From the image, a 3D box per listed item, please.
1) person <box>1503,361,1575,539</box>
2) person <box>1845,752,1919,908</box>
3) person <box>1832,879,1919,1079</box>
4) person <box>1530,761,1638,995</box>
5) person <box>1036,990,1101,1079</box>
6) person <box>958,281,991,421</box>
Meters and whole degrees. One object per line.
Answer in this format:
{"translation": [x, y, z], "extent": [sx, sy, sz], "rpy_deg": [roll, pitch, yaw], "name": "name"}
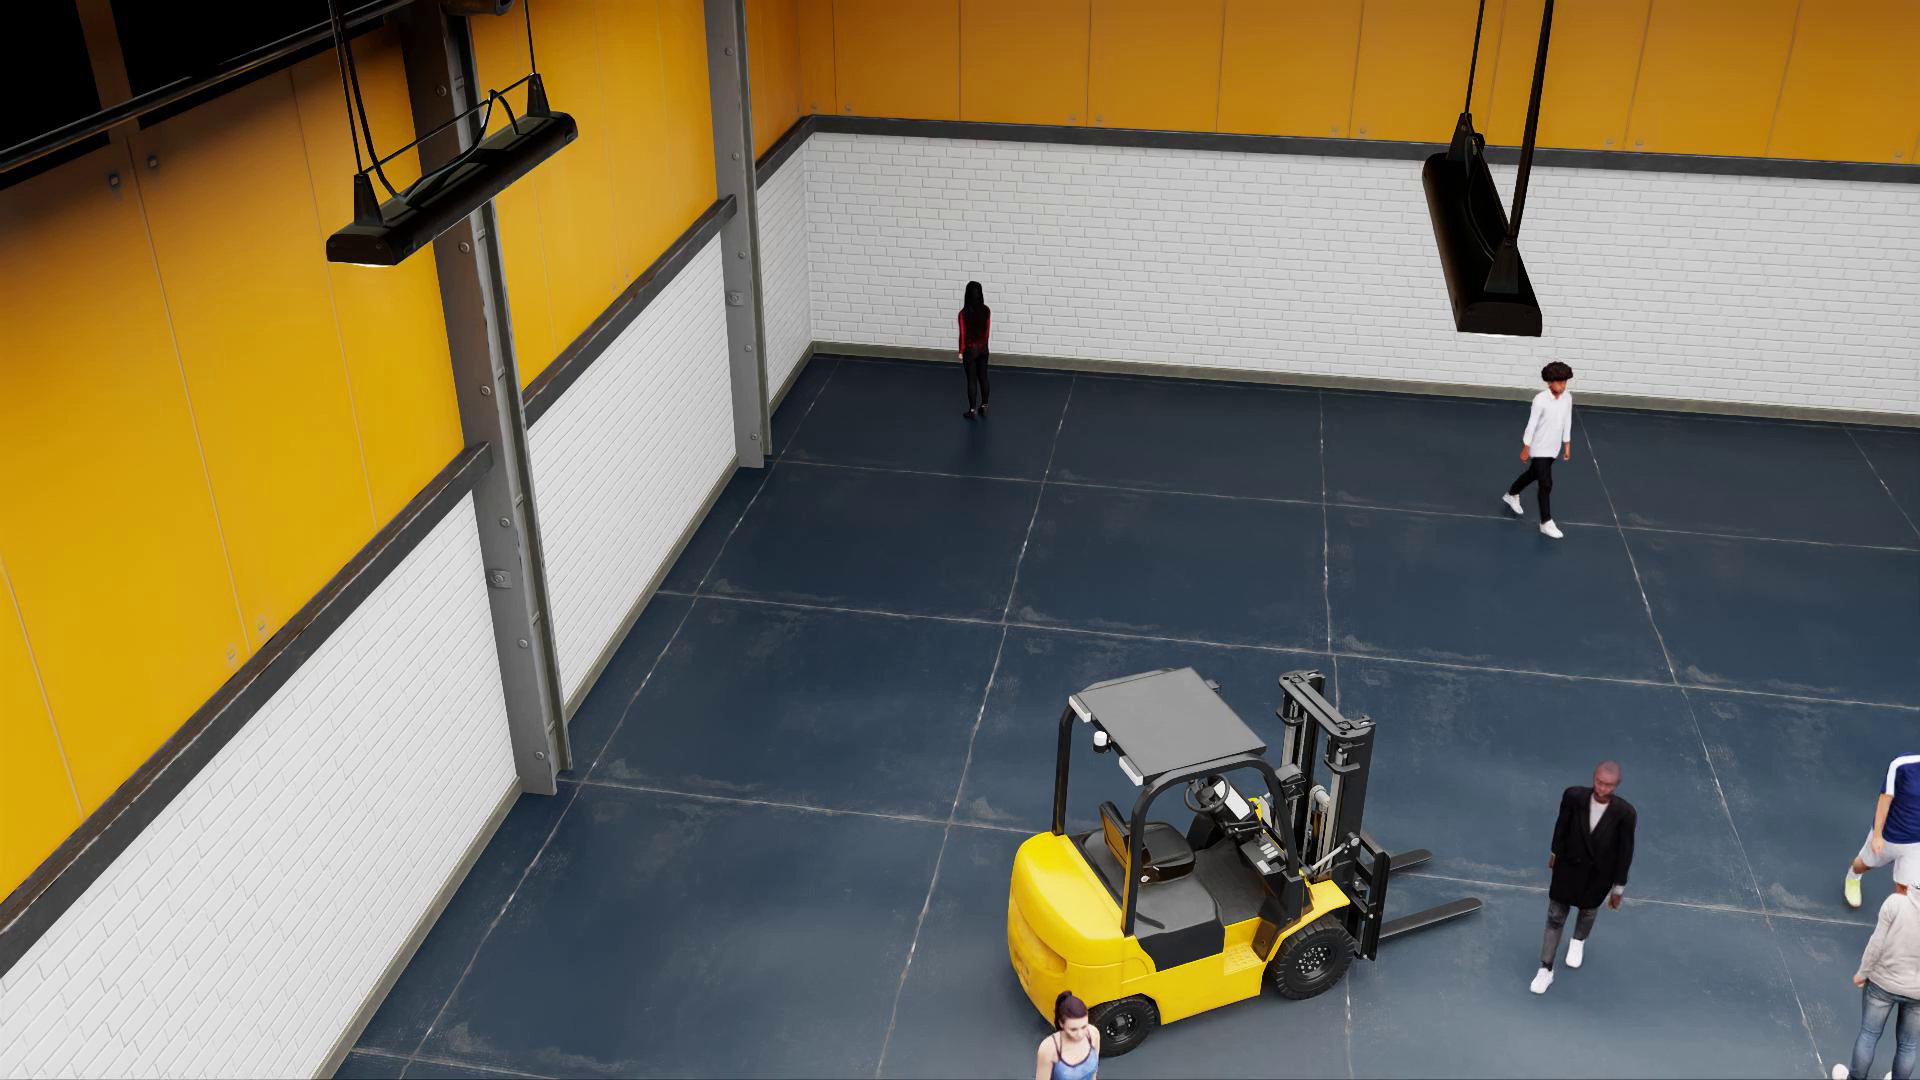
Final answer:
{"translation": [5.888, -0.983, 16.909], "extent": [1.061, 1.771, 1.206], "rpy_deg": [-13, 31, -22], "name": "person"}
{"translation": [6.470, 1.967, 11.472], "extent": [0.677, 1.799, 1.200], "rpy_deg": [6, 29, 11], "name": "person"}
{"translation": [5.716, 2.691, 10.089], "extent": [0.692, 1.851, 0.589], "rpy_deg": [8, 30, 14], "name": "person"}
{"translation": [4.237, 2.164, 11.181], "extent": [0.892, 1.732, 1.098], "rpy_deg": [15, 32, 25], "name": "person"}
{"translation": [0.573, 3.181, 9.487], "extent": [0.949, 1.569, 1.131], "rpy_deg": [-11, 31, -19], "name": "person"}
{"translation": [0.187, -2.192, 19.245], "extent": [0.653, 1.656, 0.711], "rpy_deg": [-18, 33, -29], "name": "person"}
